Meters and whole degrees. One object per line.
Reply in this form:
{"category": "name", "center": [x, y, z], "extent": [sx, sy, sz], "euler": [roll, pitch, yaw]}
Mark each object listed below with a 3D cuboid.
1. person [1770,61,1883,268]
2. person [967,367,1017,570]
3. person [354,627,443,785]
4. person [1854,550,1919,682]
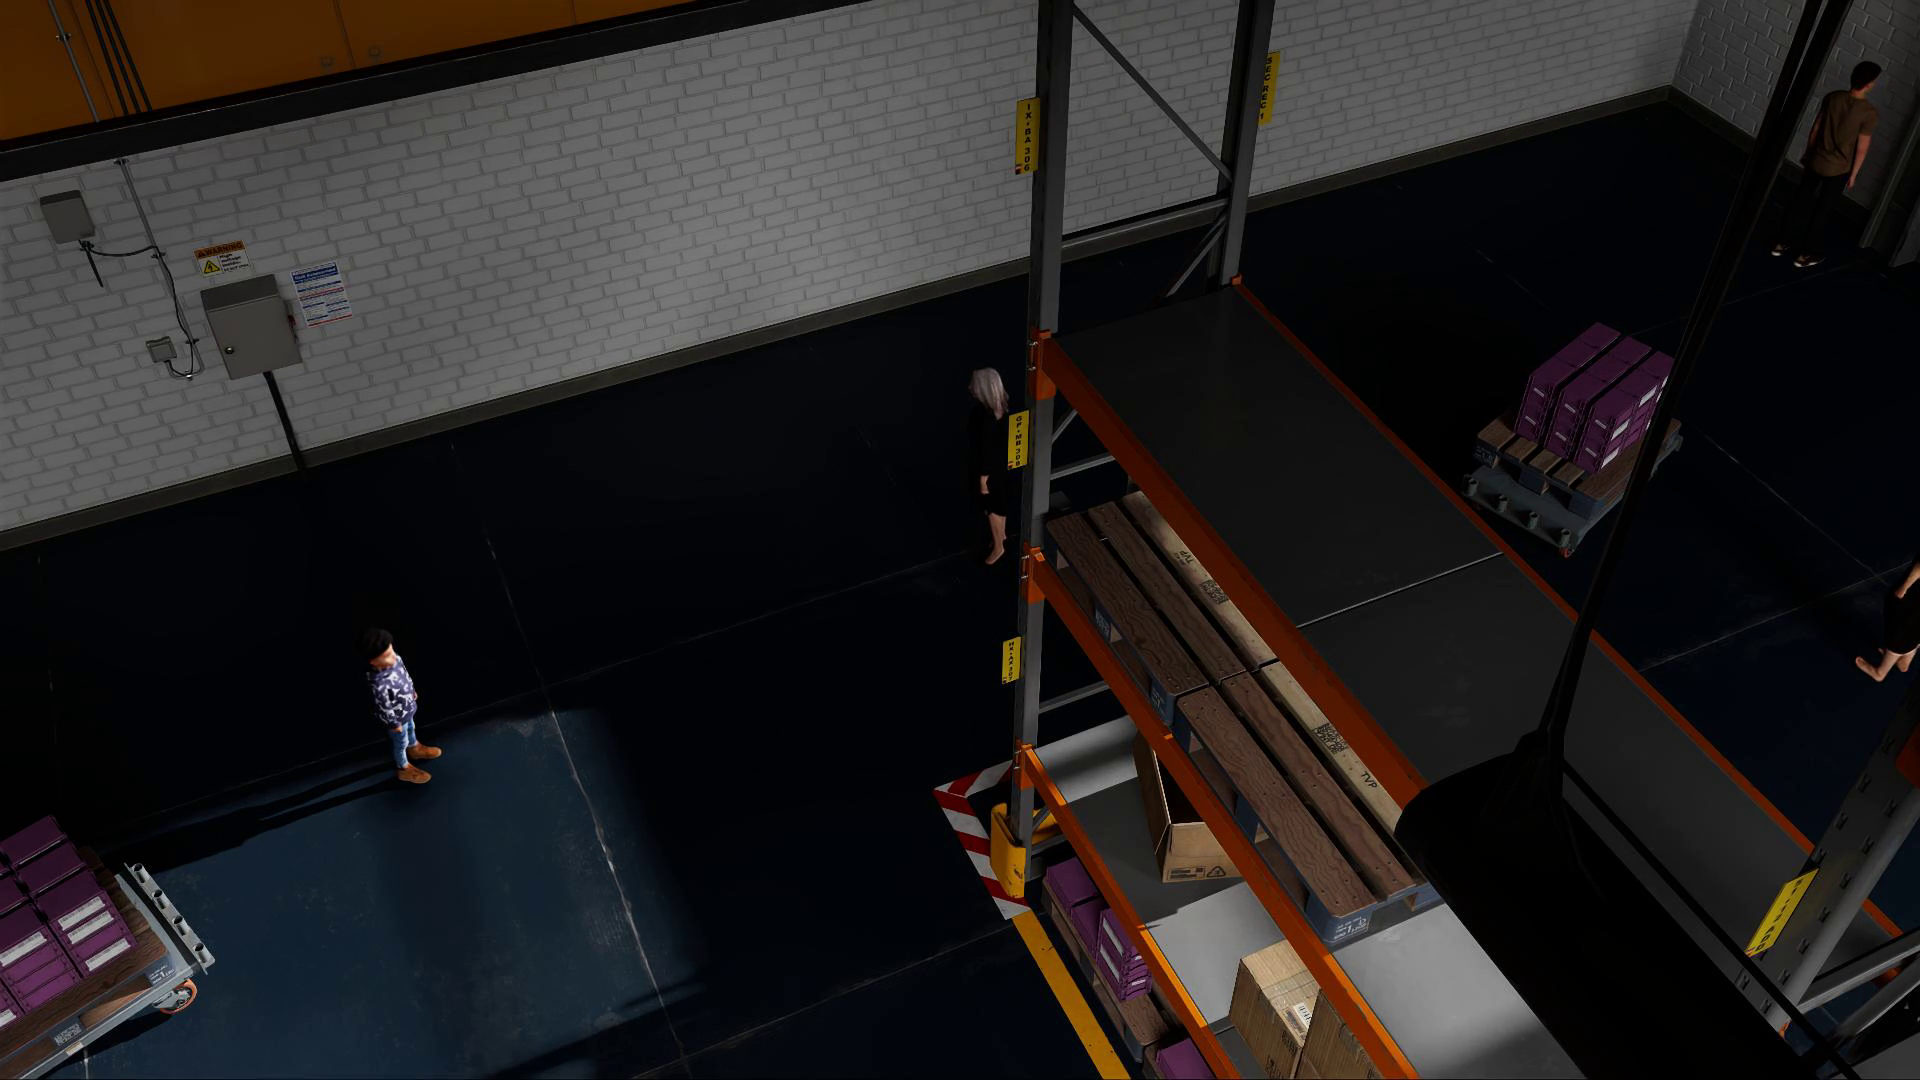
{"category": "person", "center": [7.442, -3.226, 14.249], "extent": [0.755, 1.850, 0.547], "euler": [-25, 49, -24]}
{"category": "person", "center": [0.208, -0.499, 11.466], "extent": [0.745, 1.740, 0.659], "euler": [5, 44, 5]}
{"category": "person", "center": [-3.481, 1.005, 10.244], "extent": [0.622, 1.248, 0.534], "euler": [5, 44, 5]}
{"category": "person", "center": [6.252, 0.288, 10.725], "extent": [0.571, 1.623, 0.577], "euler": [-22, 48, -21]}
